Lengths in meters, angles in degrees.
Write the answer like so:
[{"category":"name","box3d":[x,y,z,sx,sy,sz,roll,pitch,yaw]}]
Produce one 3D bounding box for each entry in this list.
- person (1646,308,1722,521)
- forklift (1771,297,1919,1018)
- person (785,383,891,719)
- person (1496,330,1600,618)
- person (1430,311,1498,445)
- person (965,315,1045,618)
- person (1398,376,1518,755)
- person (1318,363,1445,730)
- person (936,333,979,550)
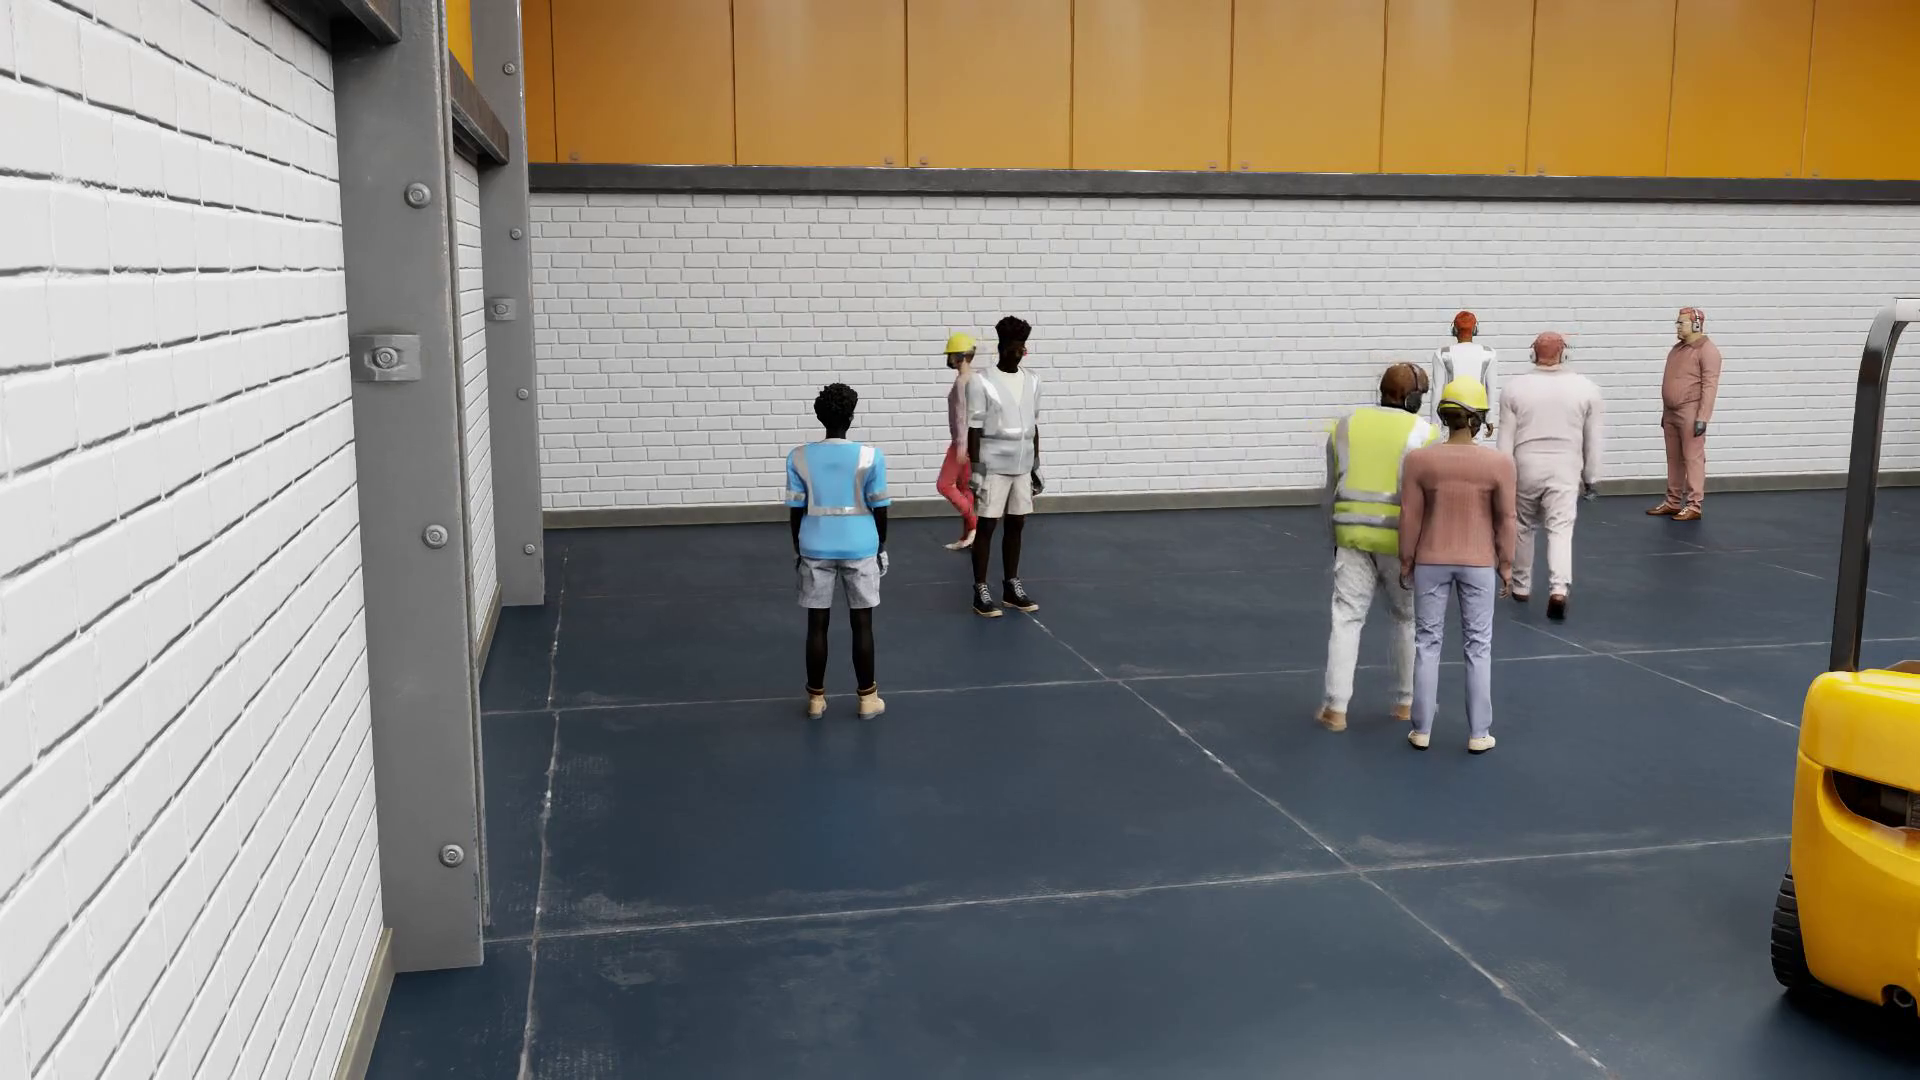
[{"category":"person","box3d":[6.518,-1.130,14.977,0.408,1.908,0.643,-2,9,-11]},{"category":"forklift","box3d":[3.542,0.334,5.177,2.313,2.155,1.214,-9,13,-43]},{"category":"person","box3d":[-0.605,0.064,8.337,0.534,1.697,0.318,1,9,6]},{"category":"person","box3d":[3.856,-0.441,10.934,0.651,1.872,0.982,2,10,14]},{"category":"person","box3d":[4.432,-1.072,14.679,0.573,1.887,0.355,1,9,5]},{"category":"person","box3d":[0.310,-0.482,10.863,0.608,1.957,0.401,-7,12,-36]},{"category":"person","box3d":[2.320,0.119,7.790,0.533,1.765,0.320,3,10,19]},{"category":"person","box3d":[2.085,0.034,8.235,0.642,1.804,0.664,7,11,35]},{"category":"person","box3d":[-0.003,-0.768,13.233,0.367,1.750,0.542,2,9,10]}]
